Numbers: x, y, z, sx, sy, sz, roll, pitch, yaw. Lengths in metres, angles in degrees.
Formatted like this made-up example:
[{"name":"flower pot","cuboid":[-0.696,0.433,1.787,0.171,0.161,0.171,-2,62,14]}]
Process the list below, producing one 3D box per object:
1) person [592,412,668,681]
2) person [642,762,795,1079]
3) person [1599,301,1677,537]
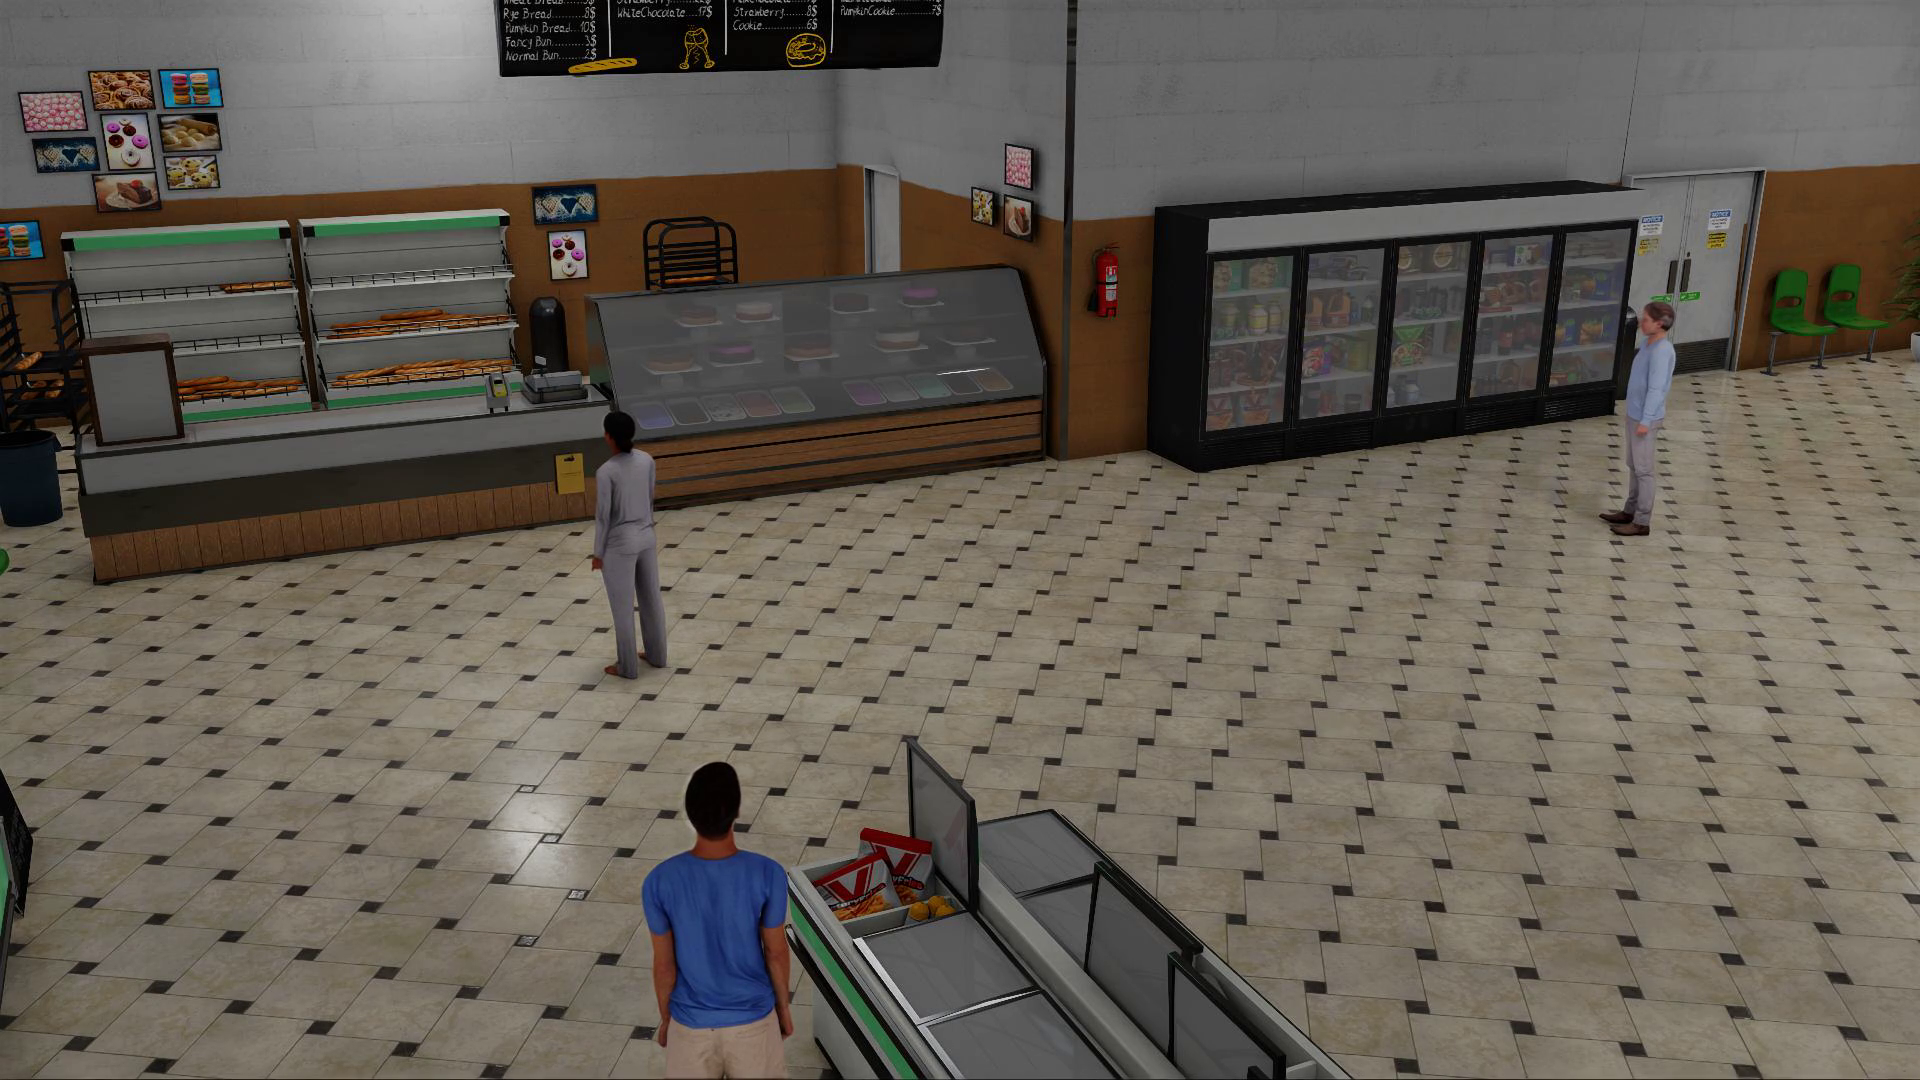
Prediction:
[{"name":"person","cuboid":[-2.105,0.024,10.587,0.698,1.736,0.714,14,23,36]},{"name":"person","cuboid":[-0.800,1.624,5.642,0.708,1.864,0.669,-2,19,-7]},{"name":"person","cuboid":[5.490,-0.984,13.333,0.808,1.891,0.710,3,19,9]}]
